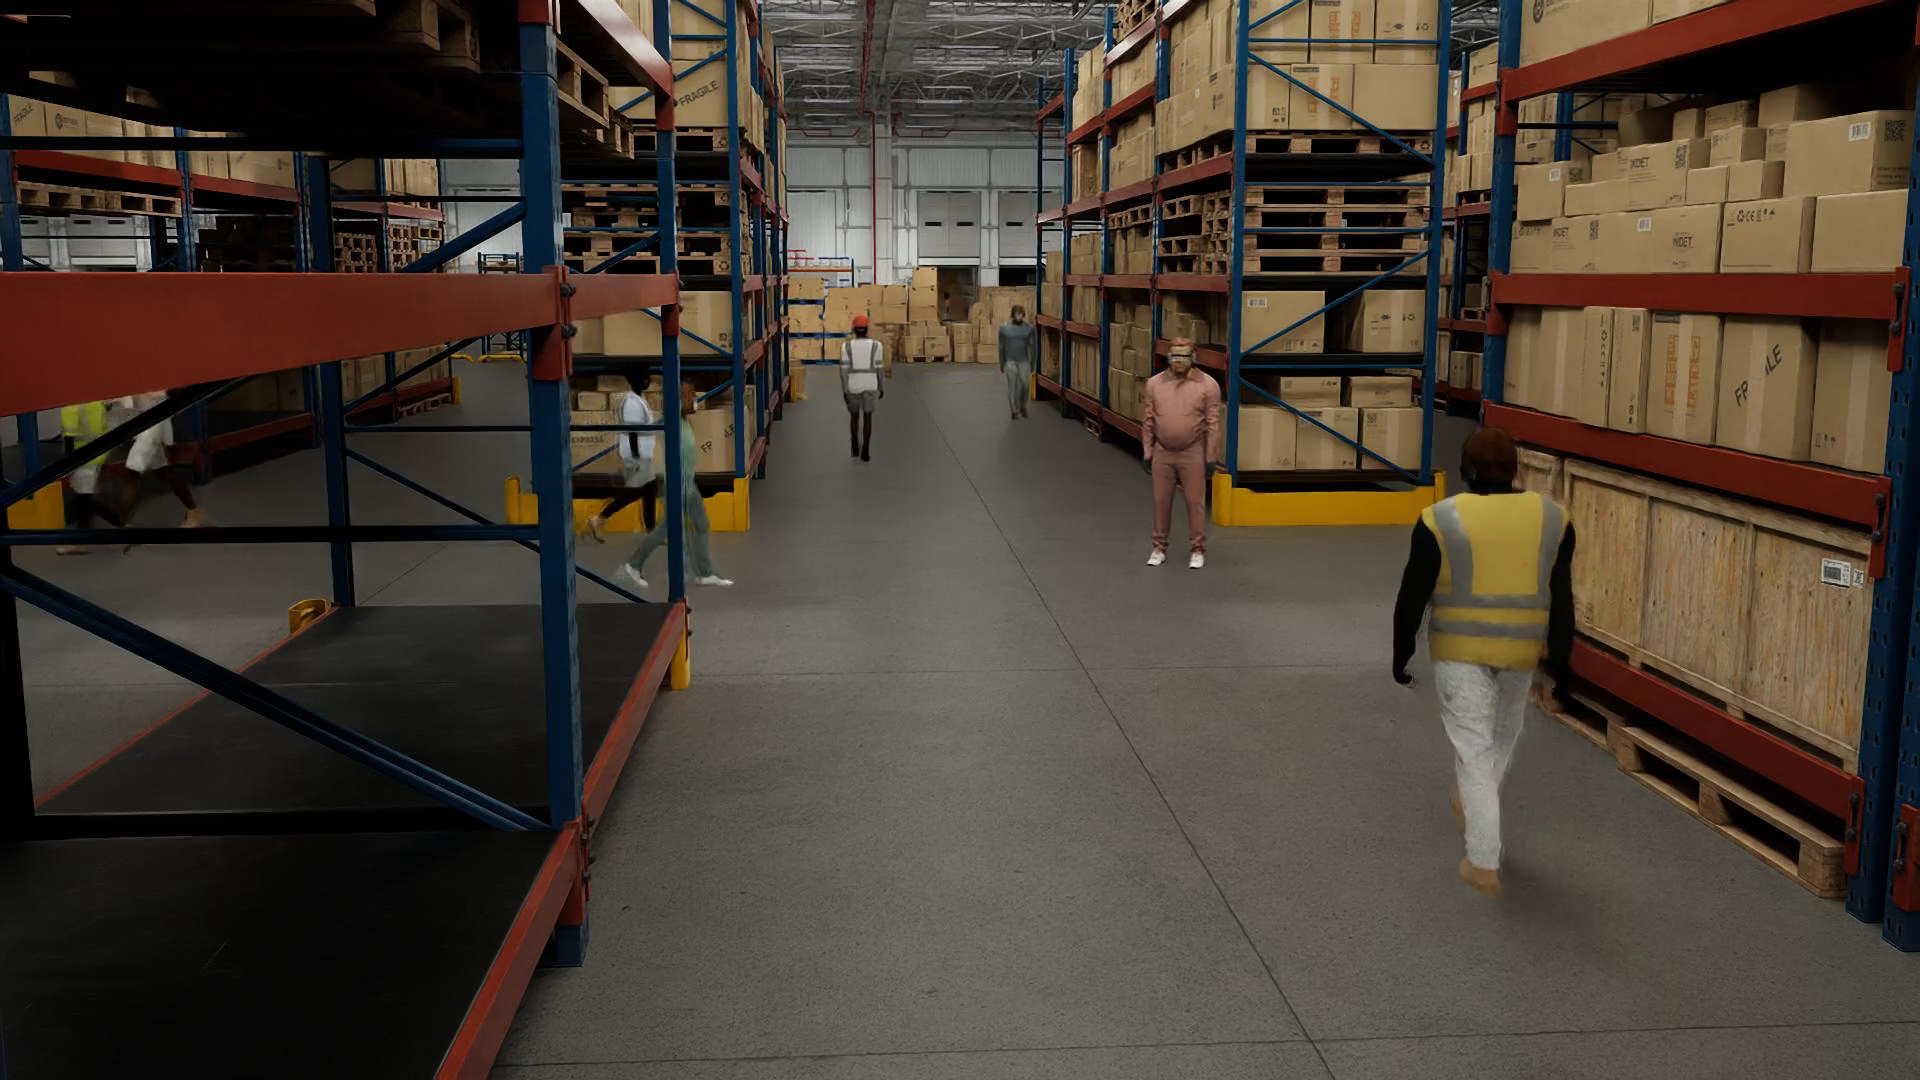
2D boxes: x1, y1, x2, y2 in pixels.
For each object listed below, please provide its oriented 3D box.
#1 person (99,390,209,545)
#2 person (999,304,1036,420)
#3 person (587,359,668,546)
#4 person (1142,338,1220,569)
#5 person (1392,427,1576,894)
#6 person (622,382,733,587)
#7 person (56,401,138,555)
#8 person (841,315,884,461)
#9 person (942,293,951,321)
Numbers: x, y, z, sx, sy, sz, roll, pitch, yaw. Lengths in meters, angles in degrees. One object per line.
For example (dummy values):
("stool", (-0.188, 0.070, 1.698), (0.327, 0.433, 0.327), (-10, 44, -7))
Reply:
("person", (-7.382, -0.965, 15.065), (0.646, 1.982, 1.122), (9, 12, 43))
("person", (0.952, -2.955, 27.660), (0.625, 1.923, 0.503), (-1, 9, -3))
("person", (-2.913, -0.759, 14.650), (0.669, 1.677, 0.538), (0, 9, -2))
("person", (1.796, -0.708, 13.671), (0.642, 1.899, 0.396), (4, 10, 23))
("person", (2.076, 0.440, 6.745), (0.661, 1.794, 0.935), (0, 9, -2))
("person", (-2.202, -0.420, 12.775), (0.789, 1.602, 0.500), (1, 9, 5))
("person", (-7.406, -0.684, 14.199), (0.719, 1.670, 0.536), (0, 9, -2))
("person", (-1.281, -2.004, 21.837), (0.553, 1.883, 1.003), (0, 9, -1))
("person", (-0.634, -9.390, 68.888), (0.829, 1.653, 0.546), (1, 9, 9))
